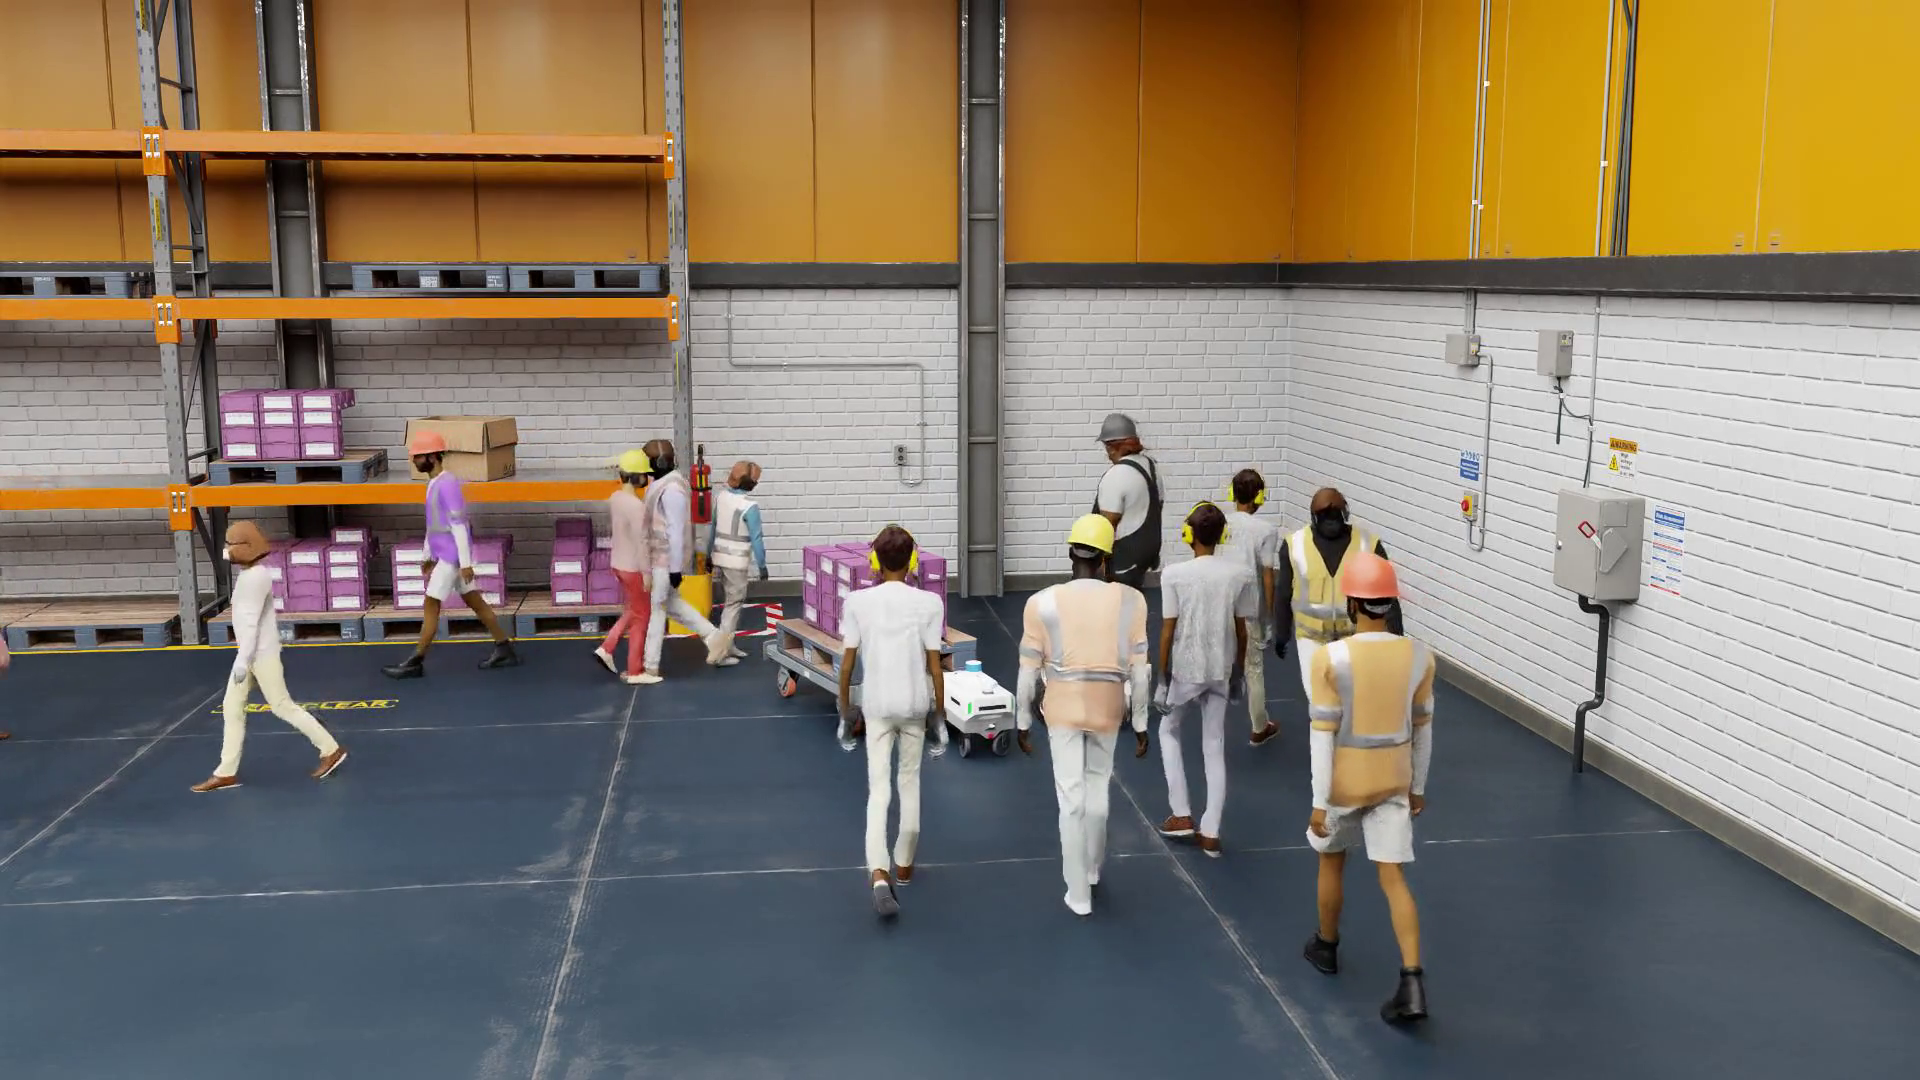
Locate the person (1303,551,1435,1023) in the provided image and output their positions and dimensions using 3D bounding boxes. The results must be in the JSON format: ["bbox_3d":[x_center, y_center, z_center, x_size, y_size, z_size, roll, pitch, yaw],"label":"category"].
[{"bbox_3d":[1.703,0.998,6.848,0.555,1.904,0.956,-1,9,-9],"label":"person"}]

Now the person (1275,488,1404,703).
[{"bbox_3d":[2.242,0.580,9.820,0.741,1.782,0.970,1,9,9],"label":"person"}]

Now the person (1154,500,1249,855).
[{"bbox_3d":[1.250,0.711,8.779,0.553,1.848,0.598,-2,9,-12],"label":"person"}]

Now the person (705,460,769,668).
[{"bbox_3d":[-1.701,0.182,12.796,0.481,1.611,0.578,-8,12,-40],"label":"person"}]

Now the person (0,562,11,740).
[{"bbox_3d":[-6.305,0.398,10.607,0.418,1.887,0.669,-5,10,-28],"label":"person"}]

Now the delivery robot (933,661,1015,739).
[{"bbox_3d":[0.087,1.015,10.618,0.477,0.478,0.707,-3,10,-19],"label":"delivery robot"}]

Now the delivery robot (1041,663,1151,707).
[{"bbox_3d":[0.918,0.924,11.186,0.707,0.478,0.477,4,10,26],"label":"delivery robot"}]

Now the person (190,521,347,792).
[{"bbox_3d":[-4.101,0.670,9.822,0.836,1.598,0.495,-6,11,-33],"label":"person"}]

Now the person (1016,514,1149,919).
[{"bbox_3d":[0.568,0.816,7.971,0.621,1.890,0.702,-1,9,-6],"label":"person"}]

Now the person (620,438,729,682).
[{"bbox_3d":[-2.156,0.137,12.469,0.807,1.815,0.637,-3,9,-16],"label":"person"}]

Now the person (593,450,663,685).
[{"bbox_3d":[-2.421,0.209,12.208,0.434,1.752,0.544,-6,11,-32],"label":"person"}]

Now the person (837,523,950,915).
[{"bbox_3d":[-0.323,0.850,7.990,0.541,1.833,0.857,0,9,-2],"label":"person"}]

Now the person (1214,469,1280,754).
[{"bbox_3d":[1.736,0.461,10.423,0.552,1.813,0.948,5,10,26],"label":"person"}]

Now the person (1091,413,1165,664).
[{"bbox_3d":[1.134,0.053,12.289,0.700,2.000,0.703,5,10,29],"label":"person"}]

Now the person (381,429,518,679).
[{"bbox_3d":[-3.847,0.098,12.536,1.012,1.878,0.560,-4,10,-24],"label":"person"}]
